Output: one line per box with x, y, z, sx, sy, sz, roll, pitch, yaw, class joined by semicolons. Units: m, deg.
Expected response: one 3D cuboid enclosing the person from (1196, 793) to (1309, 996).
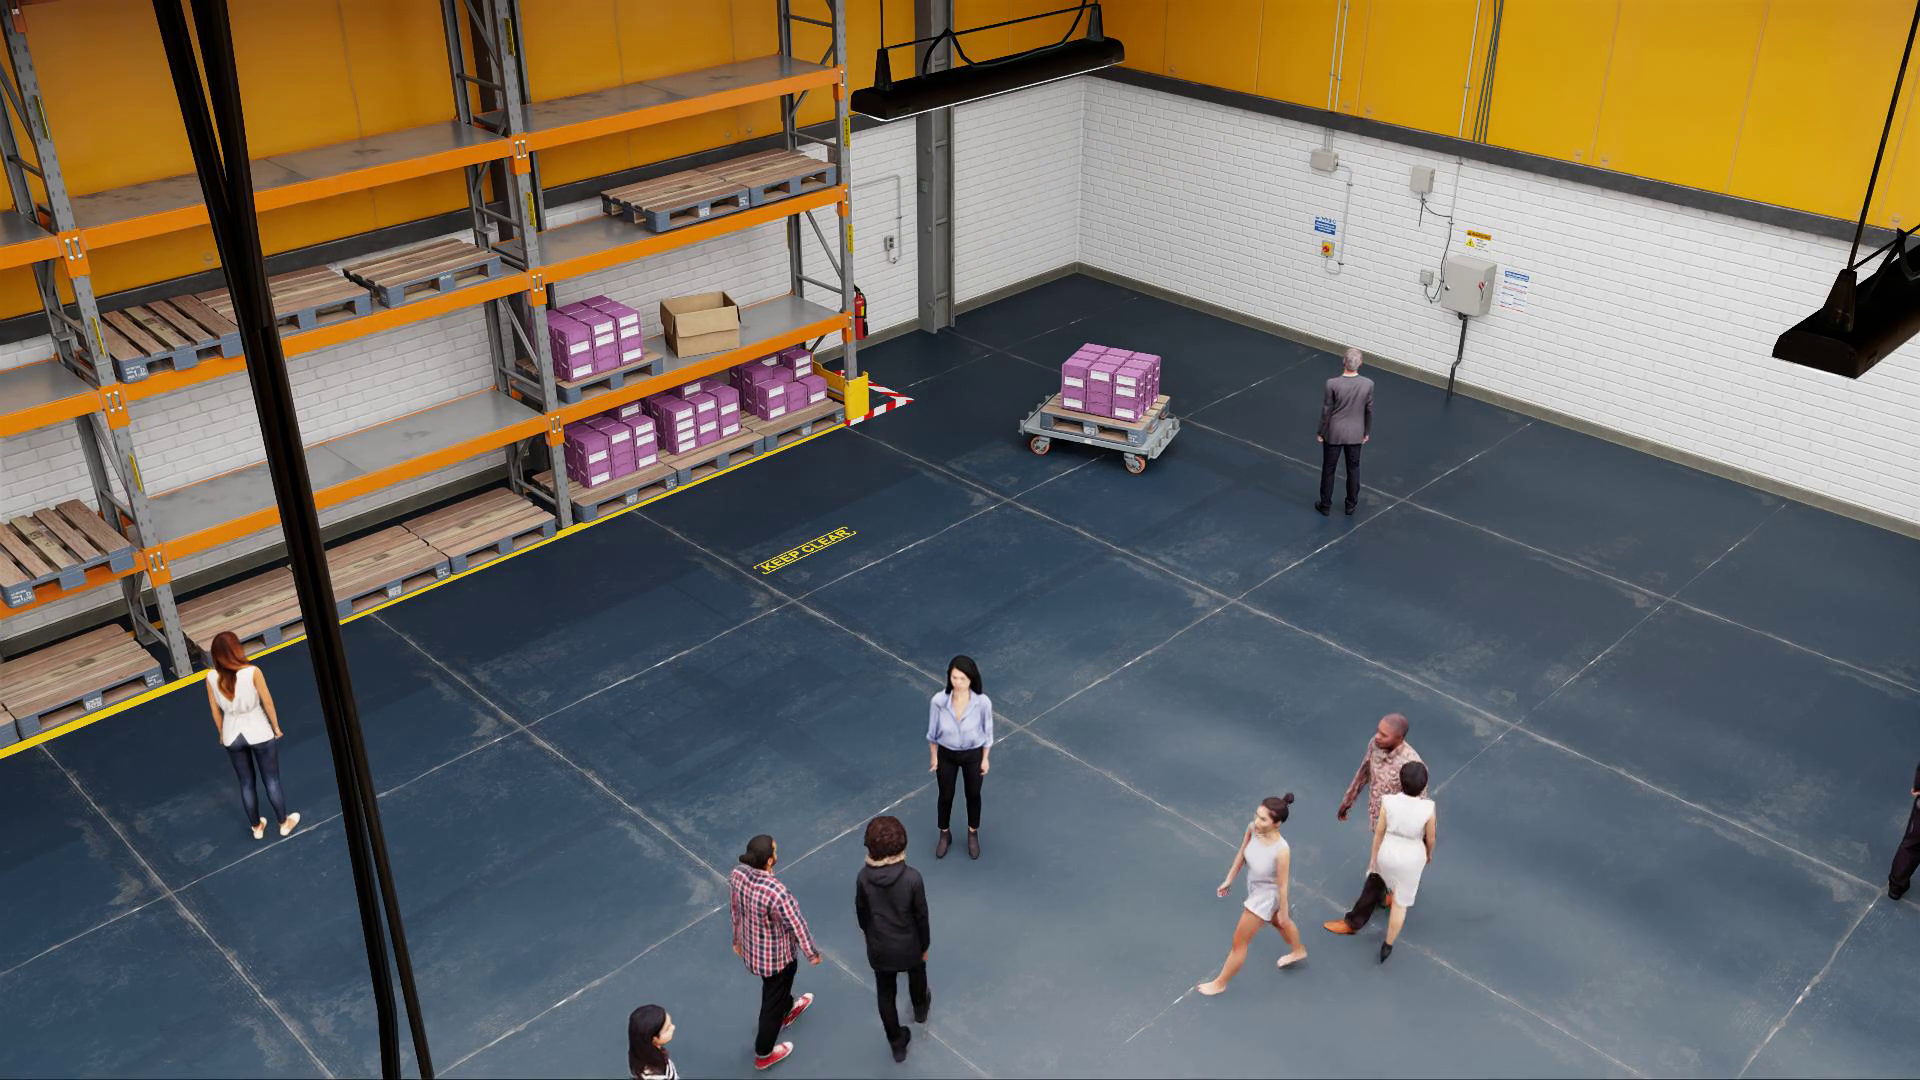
2.114;2.355;11.147;1.167;1.561;0.920;-8;30;-14;person

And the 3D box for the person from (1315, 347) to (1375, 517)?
3.977;-1.127;17.240;0.784;1.839;0.855;-1;29;-2;person

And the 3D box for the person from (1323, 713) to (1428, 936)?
3.115;1.956;11.670;1.251;1.761;1.040;-10;30;-18;person

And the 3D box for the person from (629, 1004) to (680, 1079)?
-1.665;3.274;9.218;0.608;1.795;0.655;-14;31;-23;person

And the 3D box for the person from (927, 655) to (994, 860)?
0.009;1.609;12.324;0.722;1.743;0.758;3;29;5;person

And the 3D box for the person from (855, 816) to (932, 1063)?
-0.423;2.593;10.521;0.920;1.741;1.009;4;29;8;person

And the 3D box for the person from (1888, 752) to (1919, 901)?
7.011;1.843;11.797;0.620;1.837;0.751;-19;34;-31;person

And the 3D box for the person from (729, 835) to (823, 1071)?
-1.240;2.619;10.471;0.692;1.745;0.862;25;37;38;person

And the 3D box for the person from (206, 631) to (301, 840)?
-5.361;1.479;12.520;0.659;1.784;0.746;-4;29;-7;person

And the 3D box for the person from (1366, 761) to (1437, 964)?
3.011;2.239;11.404;0.867;1.518;1.052;8;30;14;person
